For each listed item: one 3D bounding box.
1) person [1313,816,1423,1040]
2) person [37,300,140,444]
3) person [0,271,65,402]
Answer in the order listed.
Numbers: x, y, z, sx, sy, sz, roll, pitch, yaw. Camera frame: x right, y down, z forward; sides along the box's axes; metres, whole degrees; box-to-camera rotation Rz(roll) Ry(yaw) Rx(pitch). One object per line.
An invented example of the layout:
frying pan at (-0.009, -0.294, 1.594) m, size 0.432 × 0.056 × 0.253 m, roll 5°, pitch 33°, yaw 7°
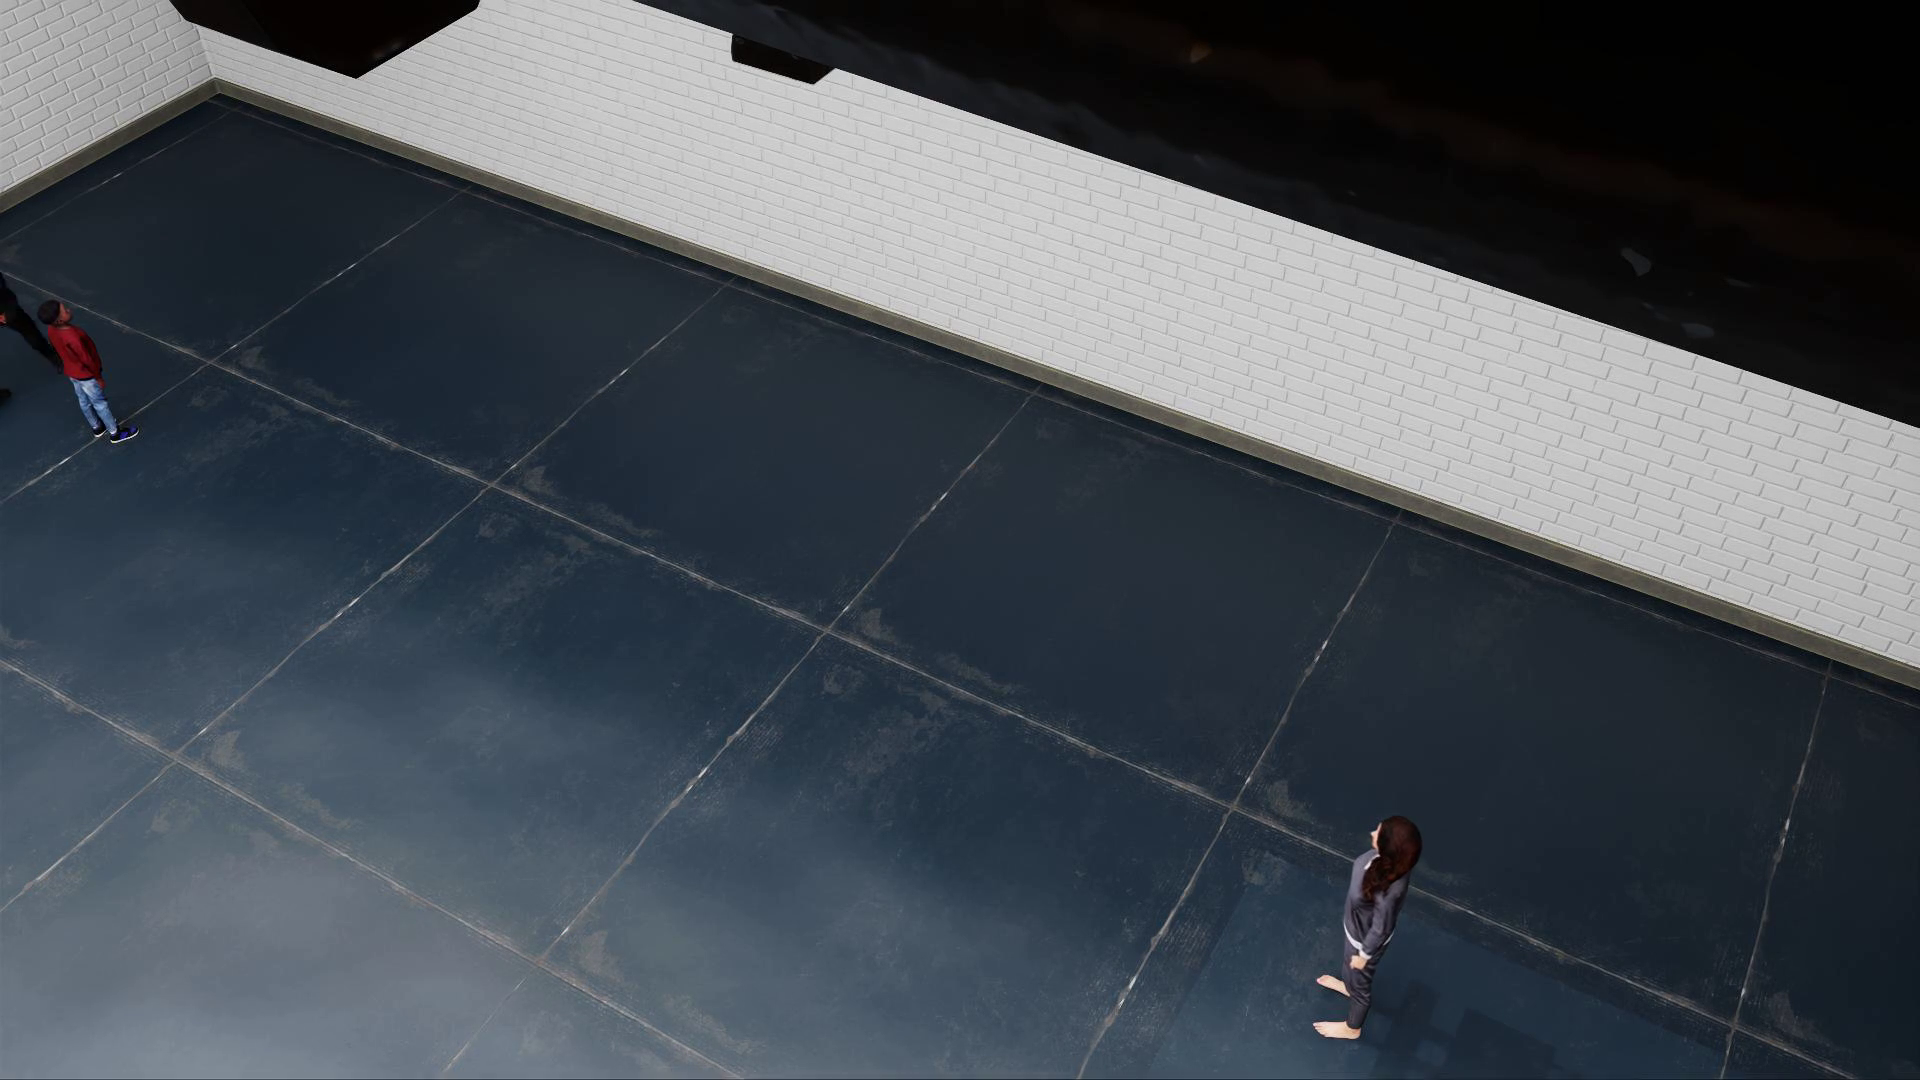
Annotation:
person at (2.137, 1.998, 8.643) m, size 0.722 × 1.767 × 0.548 m, roll 11°, pitch 45°, yaw 11°
person at (-6.572, -1.268, 12.442) m, size 0.493 × 1.256 × 0.477 m, roll 22°, pitch 48°, yaw 21°
person at (-7.453, -1.770, 12.623) m, size 0.696 × 1.733 × 1.148 m, roll 17°, pitch 46°, yaw 17°
